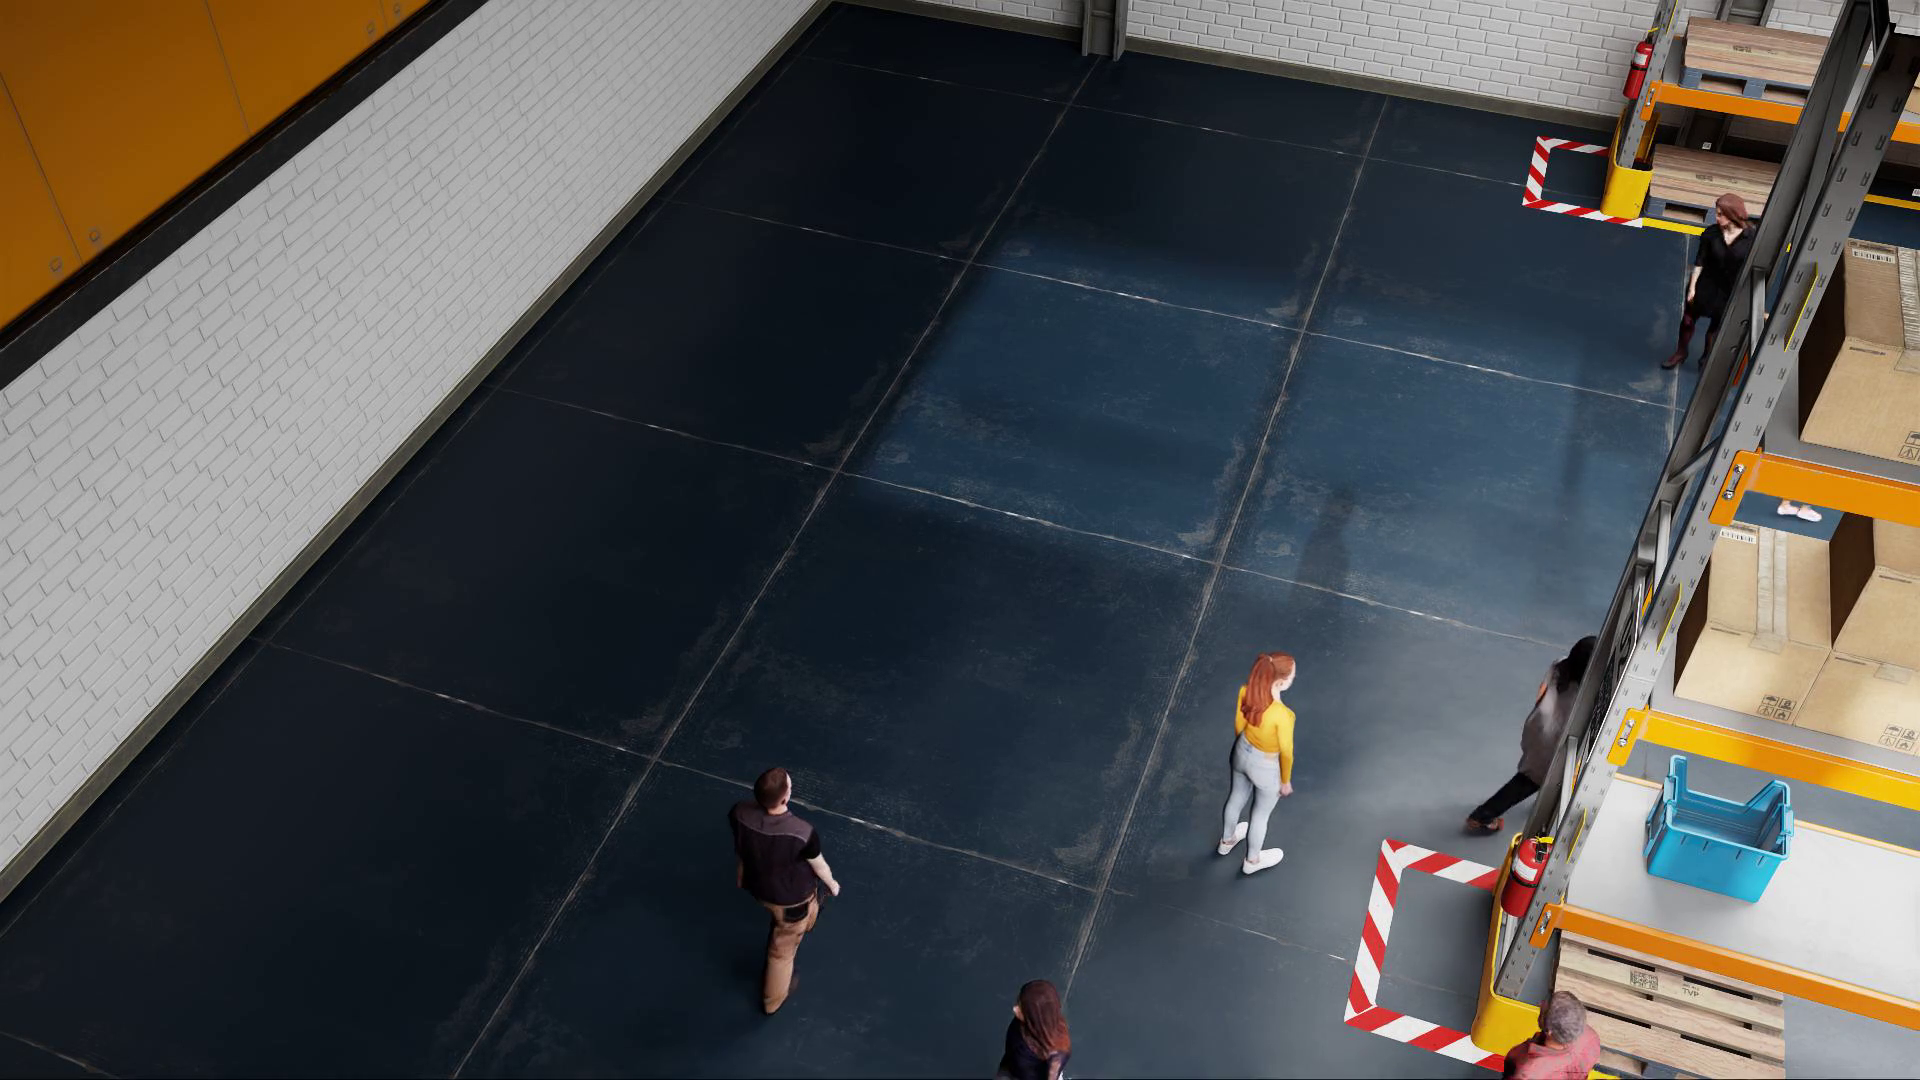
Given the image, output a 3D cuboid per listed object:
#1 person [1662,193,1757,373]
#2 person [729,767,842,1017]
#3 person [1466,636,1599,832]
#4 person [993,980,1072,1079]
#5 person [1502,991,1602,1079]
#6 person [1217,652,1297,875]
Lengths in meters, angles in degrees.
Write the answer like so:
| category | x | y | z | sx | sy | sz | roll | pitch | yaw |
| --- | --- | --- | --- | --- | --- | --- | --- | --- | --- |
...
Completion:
| category | x | y | z | sx | sy | sz | roll | pitch | yaw |
| --- | --- | --- | --- | --- | --- | --- | --- | --- | --- |
| person | 6.013 | -1.977 | 13.072 | 0.458 | 1.675 | 0.742 | 7 | 44 | 7 |
| person | -1.012 | 1.917 | 8.893 | 1.055 | 1.803 | 0.873 | 22 | 48 | 22 |
| person | 3.440 | 1.185 | 9.827 | 1.137 | 1.574 | 0.861 | -1 | 44 | -1 |
| person | 0.440 | 2.673 | 8.272 | 1.163 | 1.565 | 1.047 | -14 | 45 | -14 |
| person | 2.775 | 2.809 | 7.951 | 0.953 | 1.811 | 1.024 | -25 | 49 | -24 |
| person | 1.715 | 1.286 | 9.589 | 0.748 | 1.756 | 0.663 | -26 | 49 | -25 |
